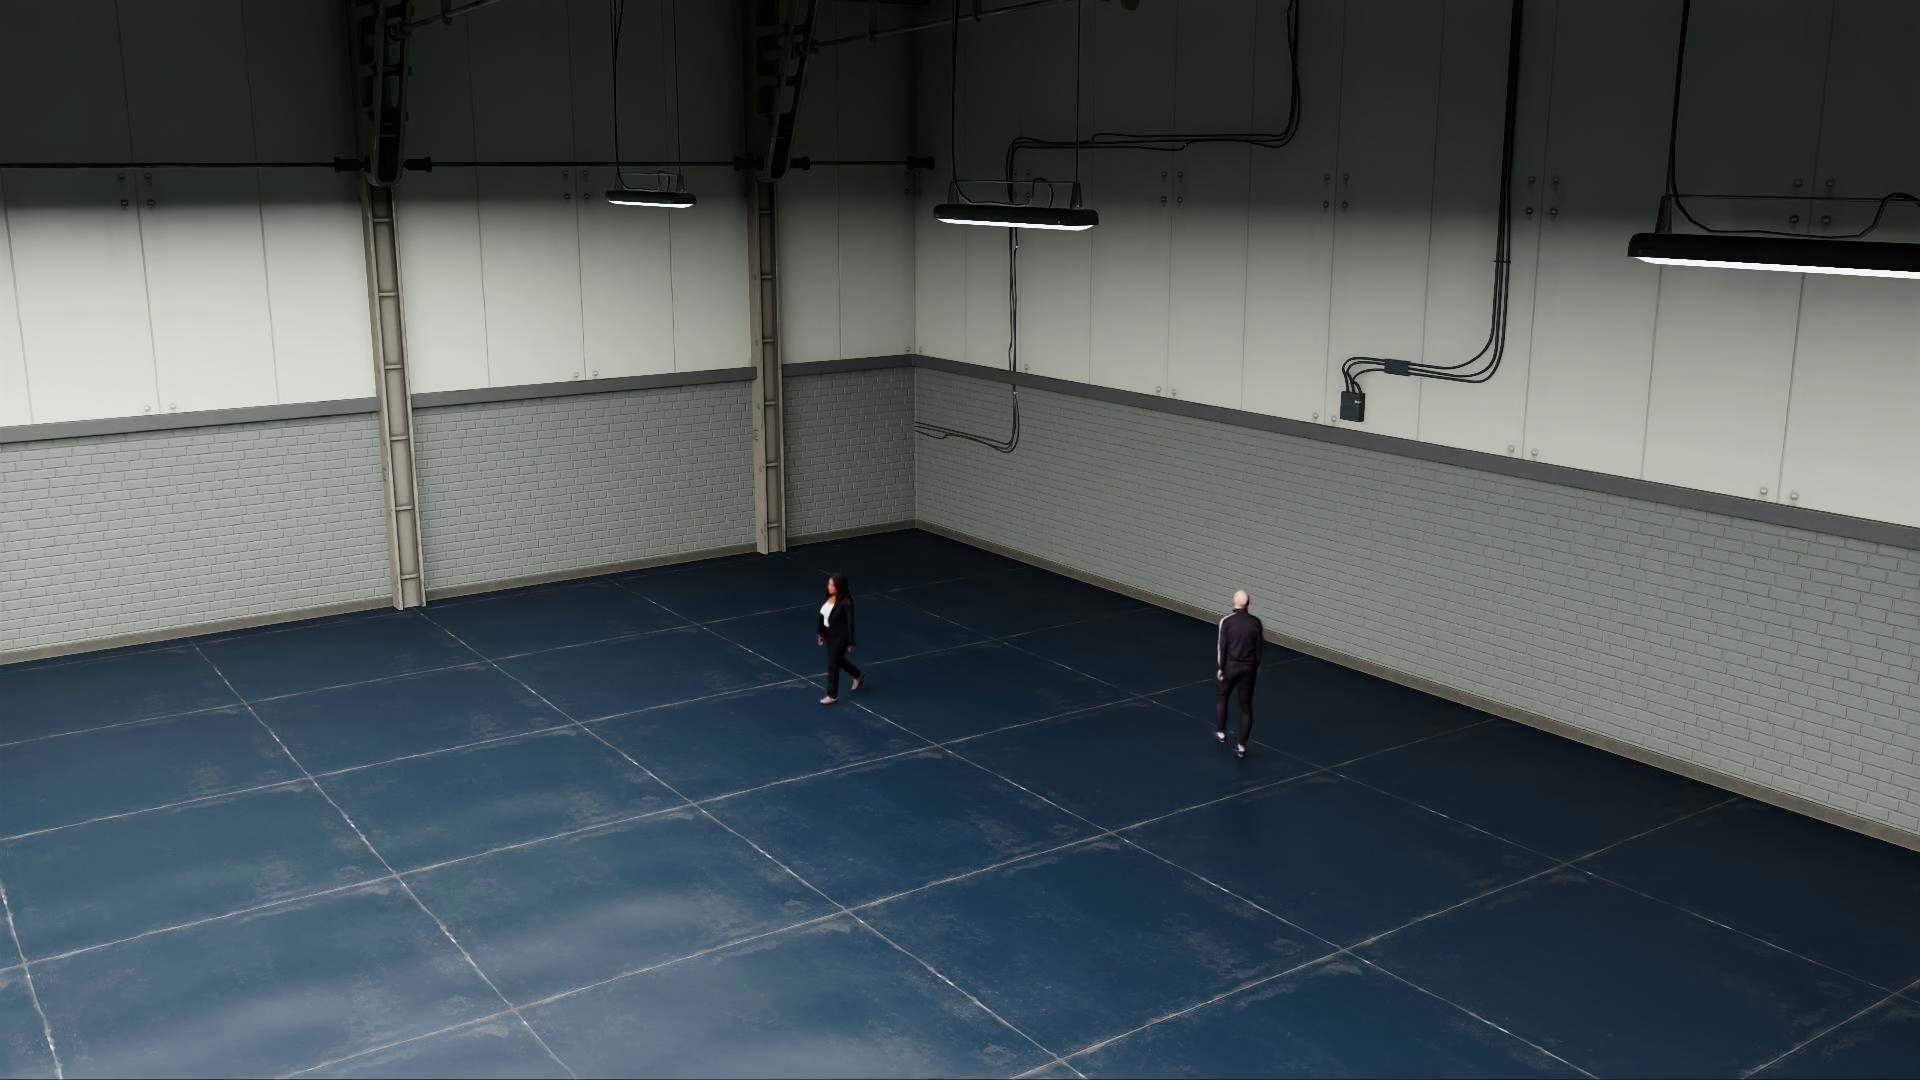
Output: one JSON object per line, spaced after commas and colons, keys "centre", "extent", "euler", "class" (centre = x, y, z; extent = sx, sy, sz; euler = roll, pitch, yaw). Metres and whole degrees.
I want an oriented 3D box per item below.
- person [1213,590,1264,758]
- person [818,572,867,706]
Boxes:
{"centre": [3.053, 1.481, 18.078], "extent": [1.034, 1.806, 1.026], "euler": [-1, 13, -4], "class": "person"}
{"centre": [-1.412, 1.154, 19.975], "extent": [1.072, 1.587, 0.731], "euler": [-12, 18, -42], "class": "person"}
